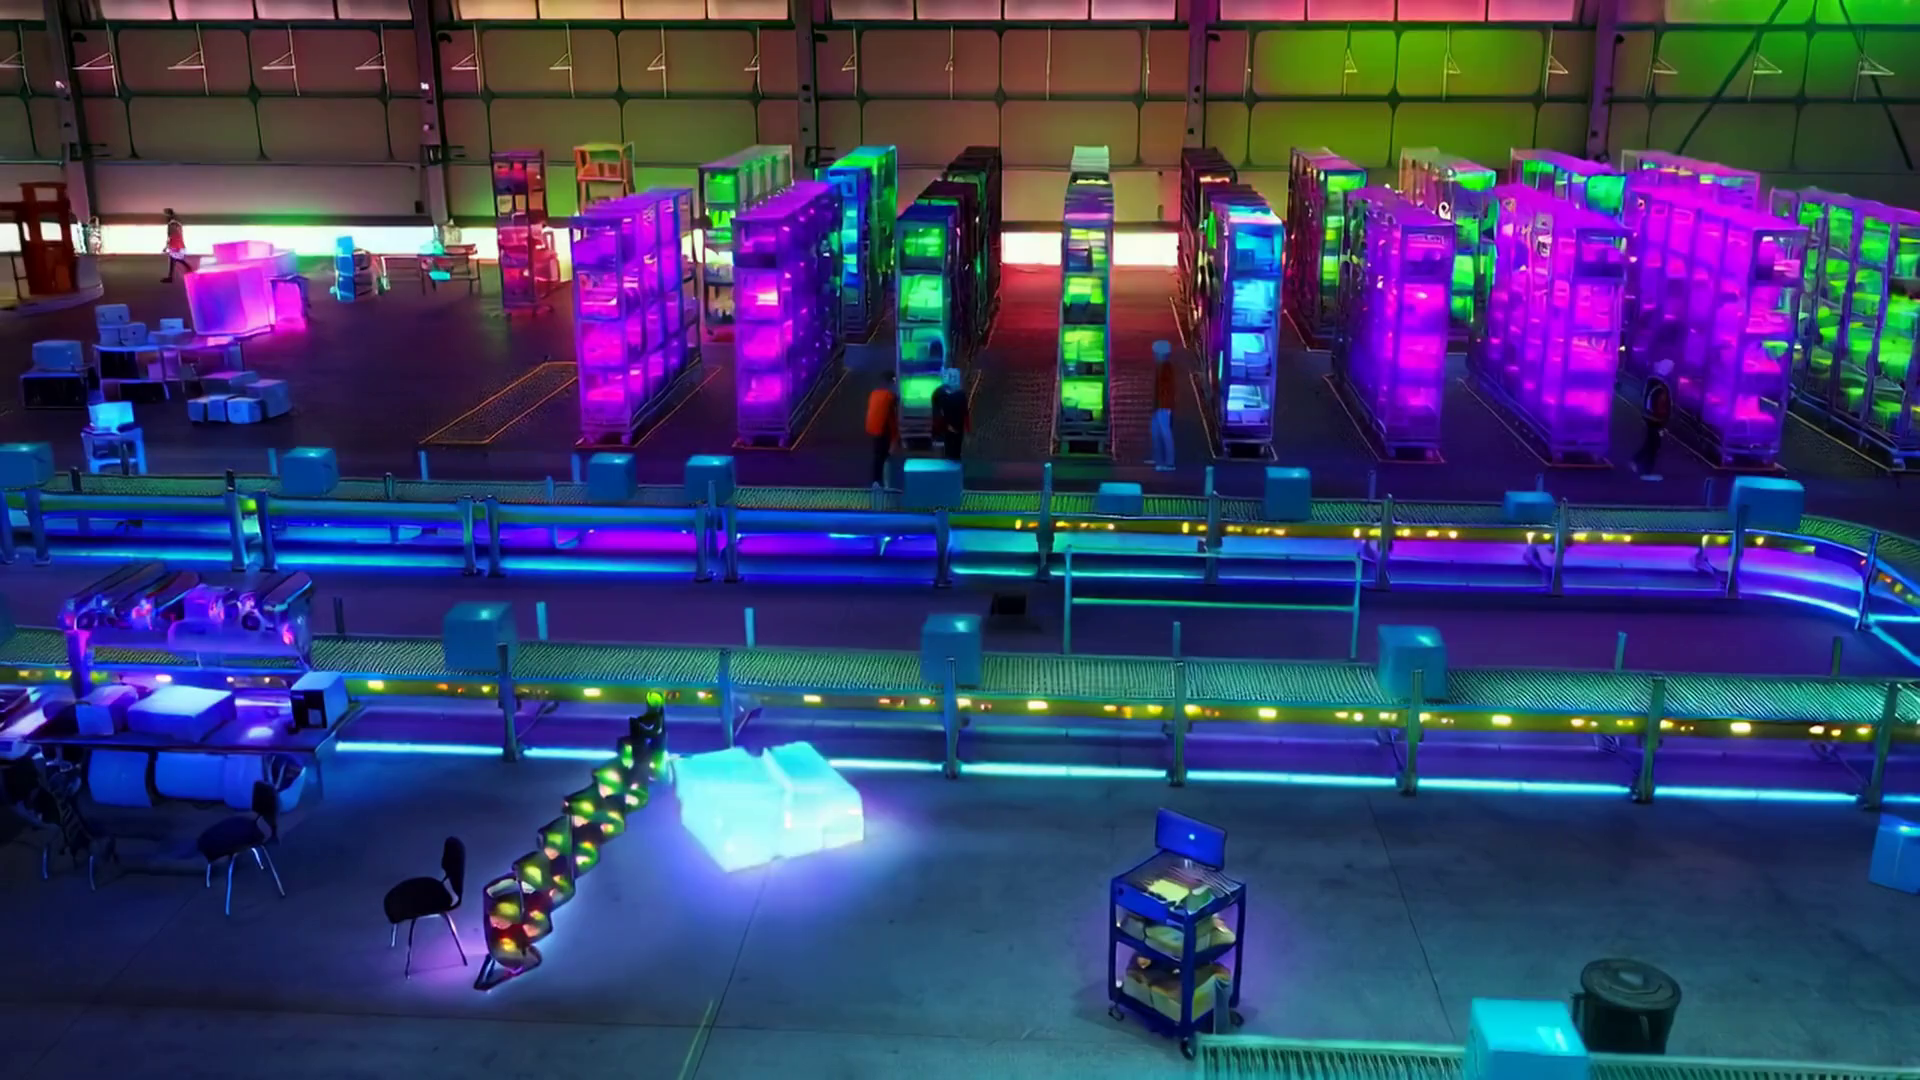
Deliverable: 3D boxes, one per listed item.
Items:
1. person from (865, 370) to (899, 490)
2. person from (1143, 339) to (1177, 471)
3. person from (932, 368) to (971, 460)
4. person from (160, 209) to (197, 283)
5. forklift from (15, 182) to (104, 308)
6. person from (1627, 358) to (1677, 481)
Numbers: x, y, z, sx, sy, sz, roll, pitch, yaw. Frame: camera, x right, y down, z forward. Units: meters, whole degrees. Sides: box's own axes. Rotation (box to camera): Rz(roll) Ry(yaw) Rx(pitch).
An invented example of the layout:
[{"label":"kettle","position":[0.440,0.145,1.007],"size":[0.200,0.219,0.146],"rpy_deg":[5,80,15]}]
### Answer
[{"label":"person","position":[-1.088,-1.482,23.328],"size":[0.592,1.797,0.588],"rpy_deg":[-15,23,-39]},{"label":"person","position":[2.939,-1.992,24.645],"size":[0.679,1.969,0.617],"rpy_deg":[5,18,15]},{"label":"person","position":[-0.088,-1.452,23.068],"size":[0.443,1.889,0.669],"rpy_deg":[14,22,38]},{"label":"person","position":[-19.740,-7.388,41.941],"size":[1.042,1.882,0.549],"rpy_deg":[-2,18,-5]},{"label":"forklift","position":[-21.246,-6.967,38.950],"size":[1.129,2.768,1.873],"rpy_deg":[1,18,4]},{"label":"person","position":[10.079,-1.739,24.098],"size":[0.429,1.817,0.604],"rpy_deg":[2,18,8]}]
